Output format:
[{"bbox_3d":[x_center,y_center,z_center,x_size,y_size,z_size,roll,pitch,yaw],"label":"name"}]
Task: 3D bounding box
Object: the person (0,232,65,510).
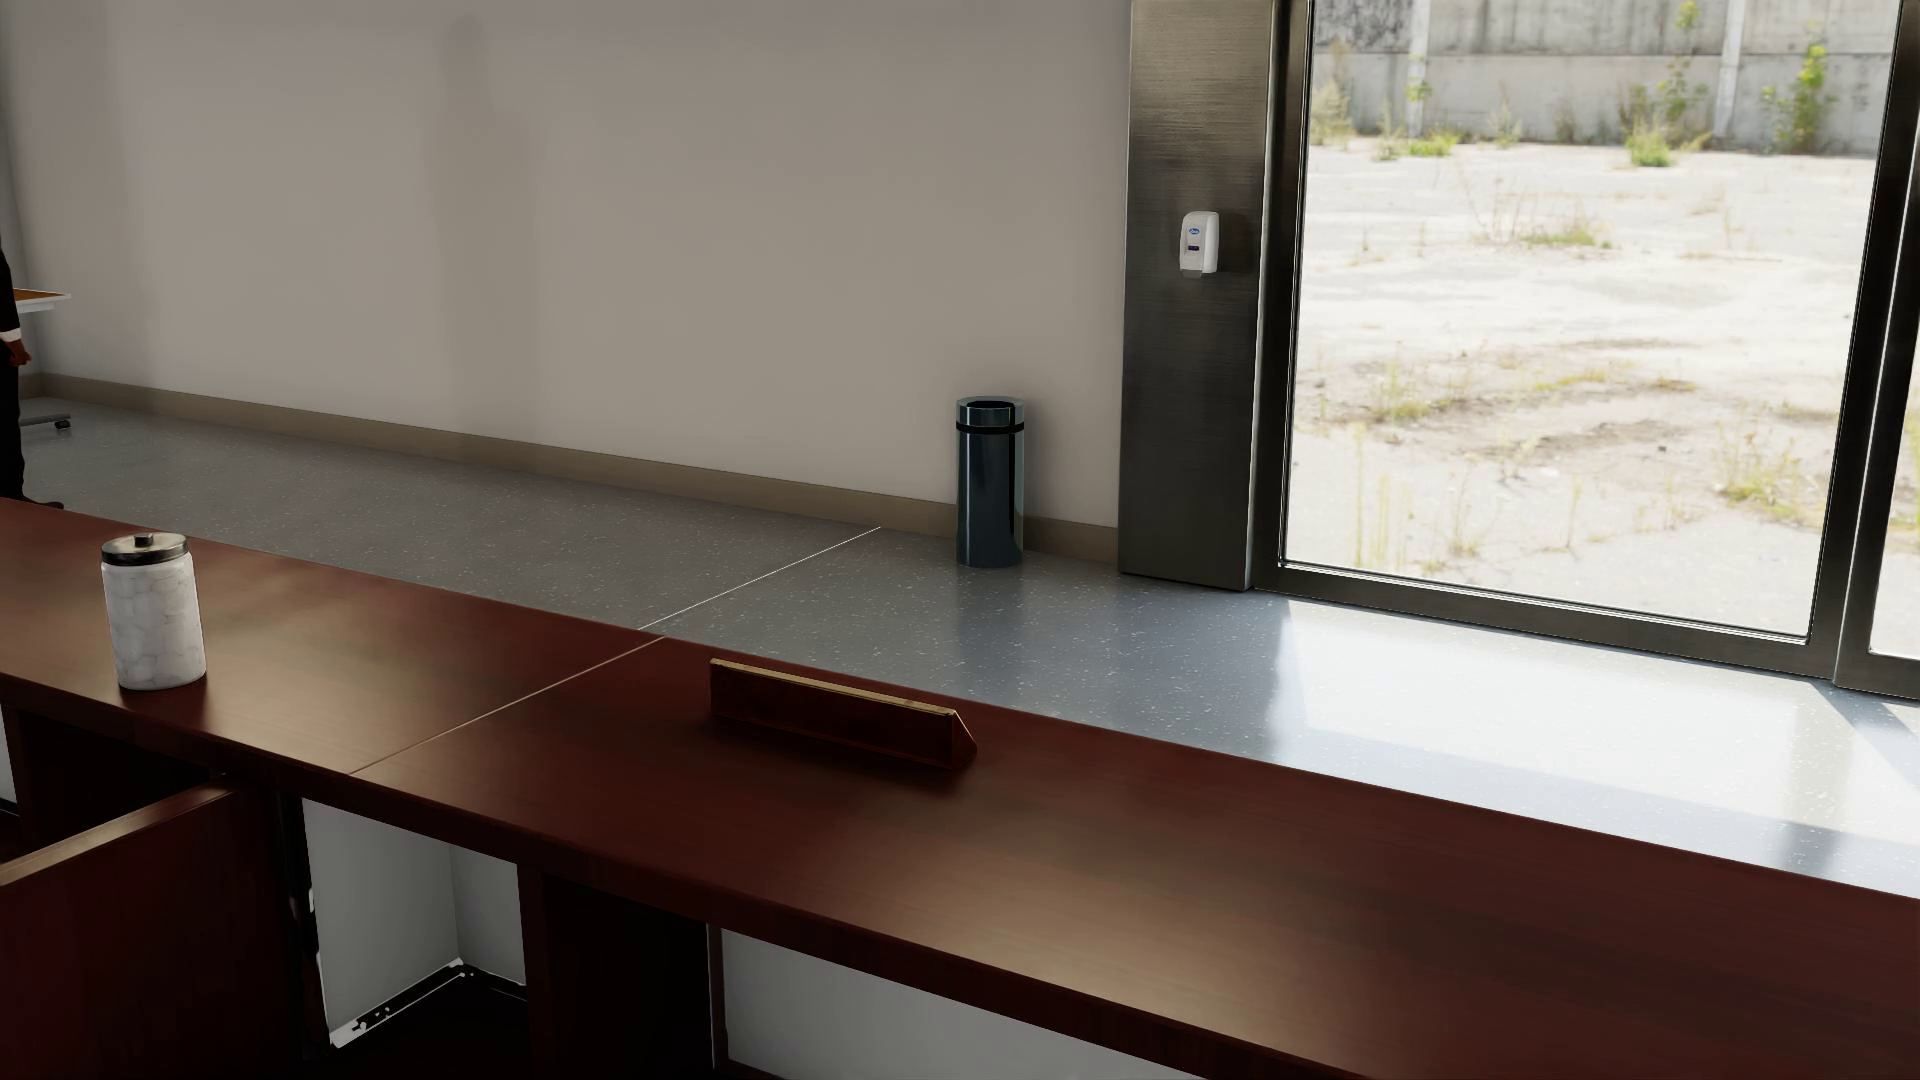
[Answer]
[{"bbox_3d":[-4.677,-1.010,7.822,0.776,1.904,0.718,3,16,12],"label":"person"}]
